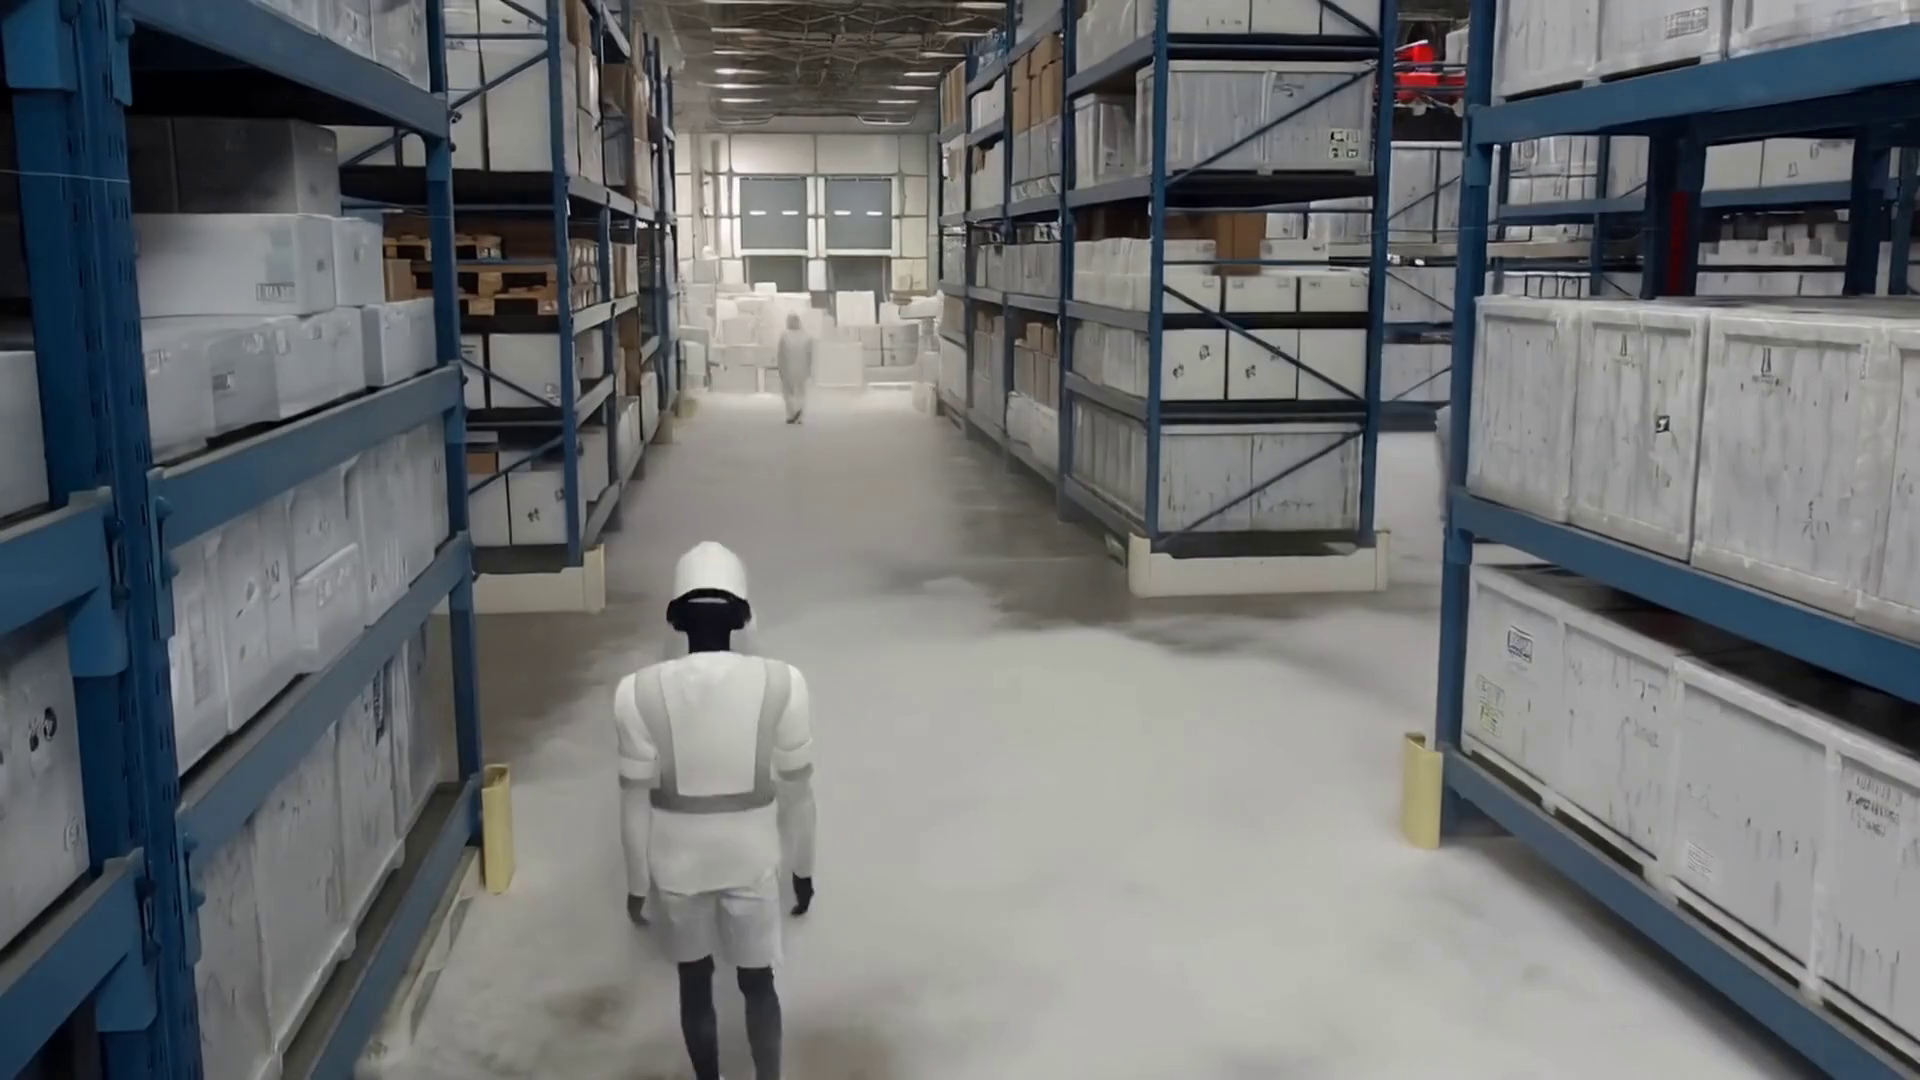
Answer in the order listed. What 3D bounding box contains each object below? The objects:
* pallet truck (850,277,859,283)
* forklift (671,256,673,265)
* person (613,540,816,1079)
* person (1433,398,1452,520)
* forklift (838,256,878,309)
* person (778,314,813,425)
[{"bbox_3d":[-3.782,-9.391,65.808,1.885,1.965,0.823,2,10,10],"label":"pallet truck"},{"bbox_3d":[-10.987,-9.066,61.344,1.129,2.768,1.873,-1,10,-7],"label":"forklift"},{"bbox_3d":[-0.746,1.017,5.180,0.614,2.018,0.804,-2,10,-13],"label":"person"},{"bbox_3d":[5.235,-0.897,17.492,0.525,1.601,0.626,1,10,7],"label":"person"},{"bbox_3d":[-3.625,-8.198,56.291,1.129,2.768,1.873,-6,12,-33],"label":"forklift"},{"bbox_3d":[-2.809,-2.889,28.260,0.657,1.893,0.415,-5,11,-28],"label":"person"}]
